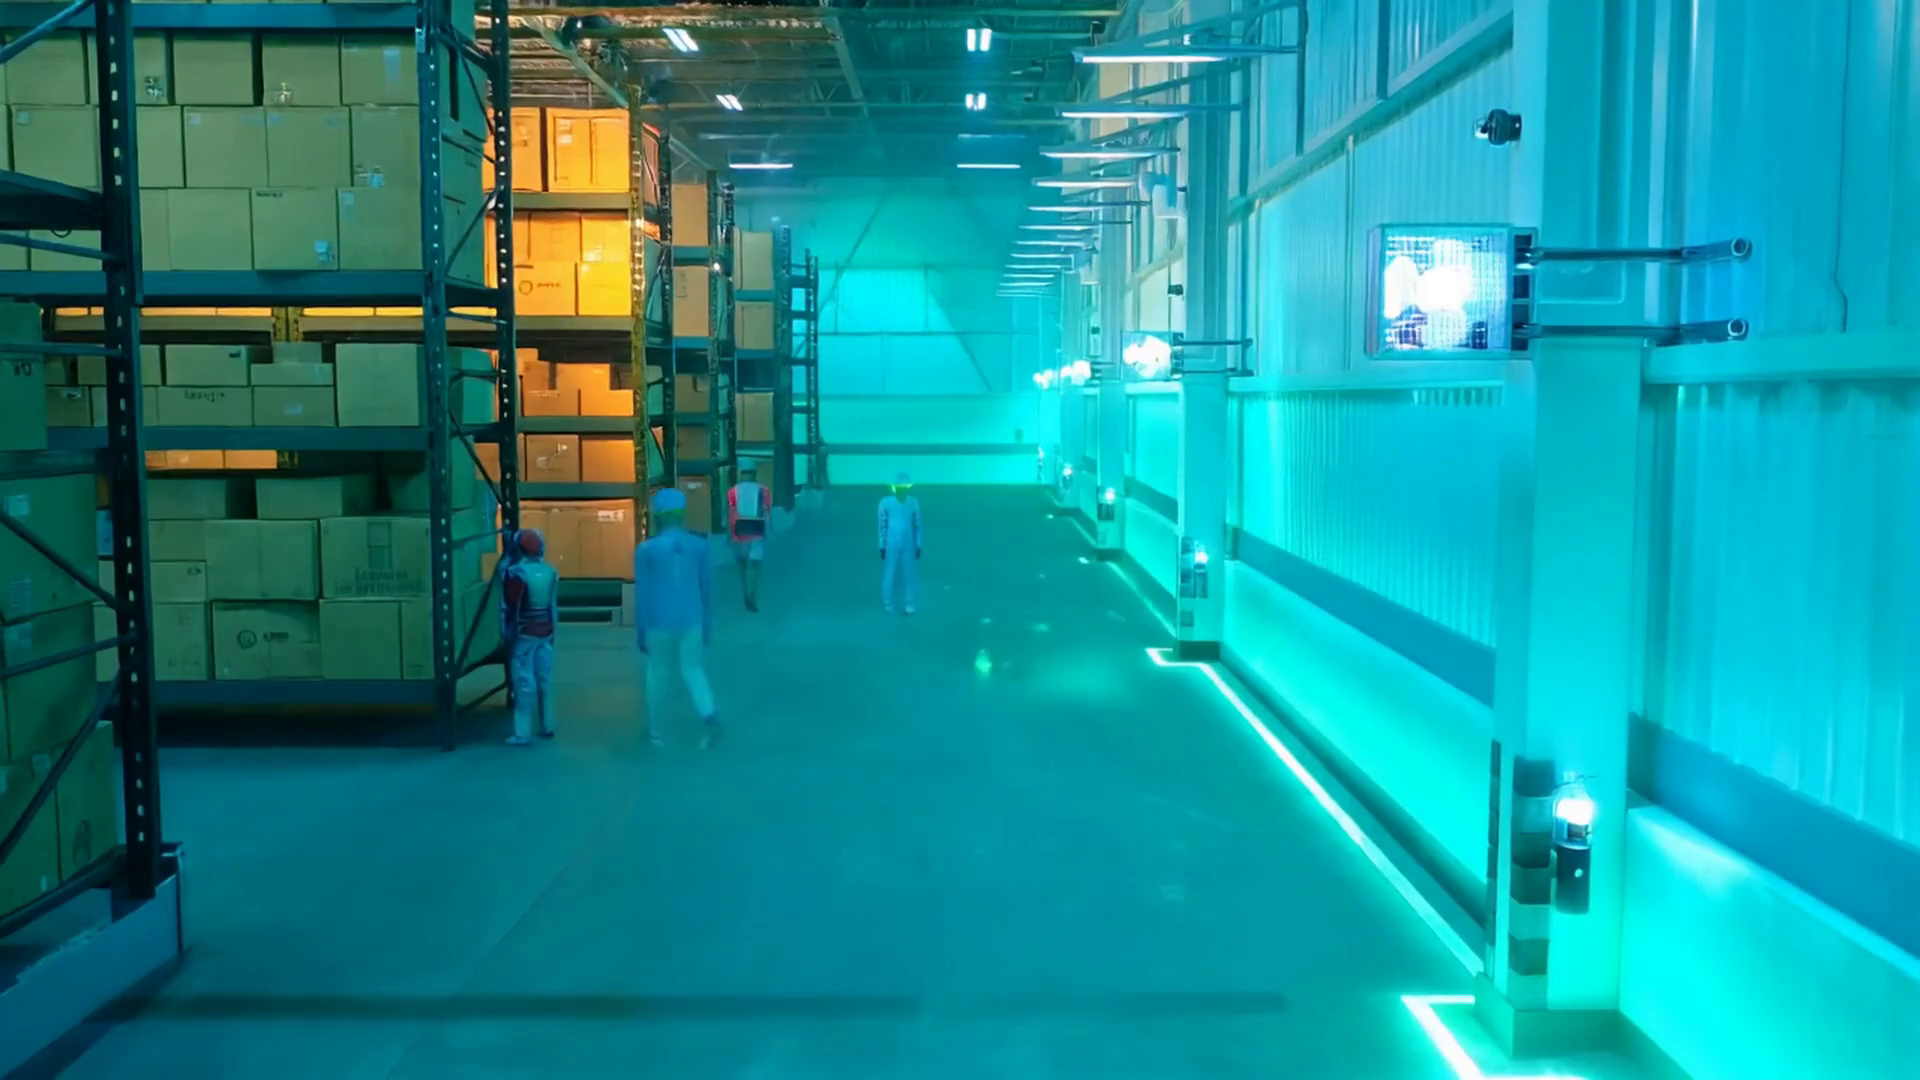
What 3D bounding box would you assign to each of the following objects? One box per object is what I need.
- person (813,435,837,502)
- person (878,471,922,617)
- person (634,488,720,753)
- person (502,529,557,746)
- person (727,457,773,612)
[{"bbox_3d":[-3.409,-1.778,41.411,0.851,1.708,0.494,3,6,35],"label":"person"},{"bbox_3d":[-0.703,0.049,19.879,0.566,1.744,0.349,-2,6,-27],"label":"person"},{"bbox_3d":[-2.064,0.600,12.229,0.628,1.971,0.830,-3,6,-32],"label":"person"},{"bbox_3d":[-3.245,0.732,12.581,0.321,1.631,0.526,3,6,28],"label":"person"},{"bbox_3d":[-2.595,-0.079,20.577,0.549,1.878,1.019,0,5,0],"label":"person"}]
